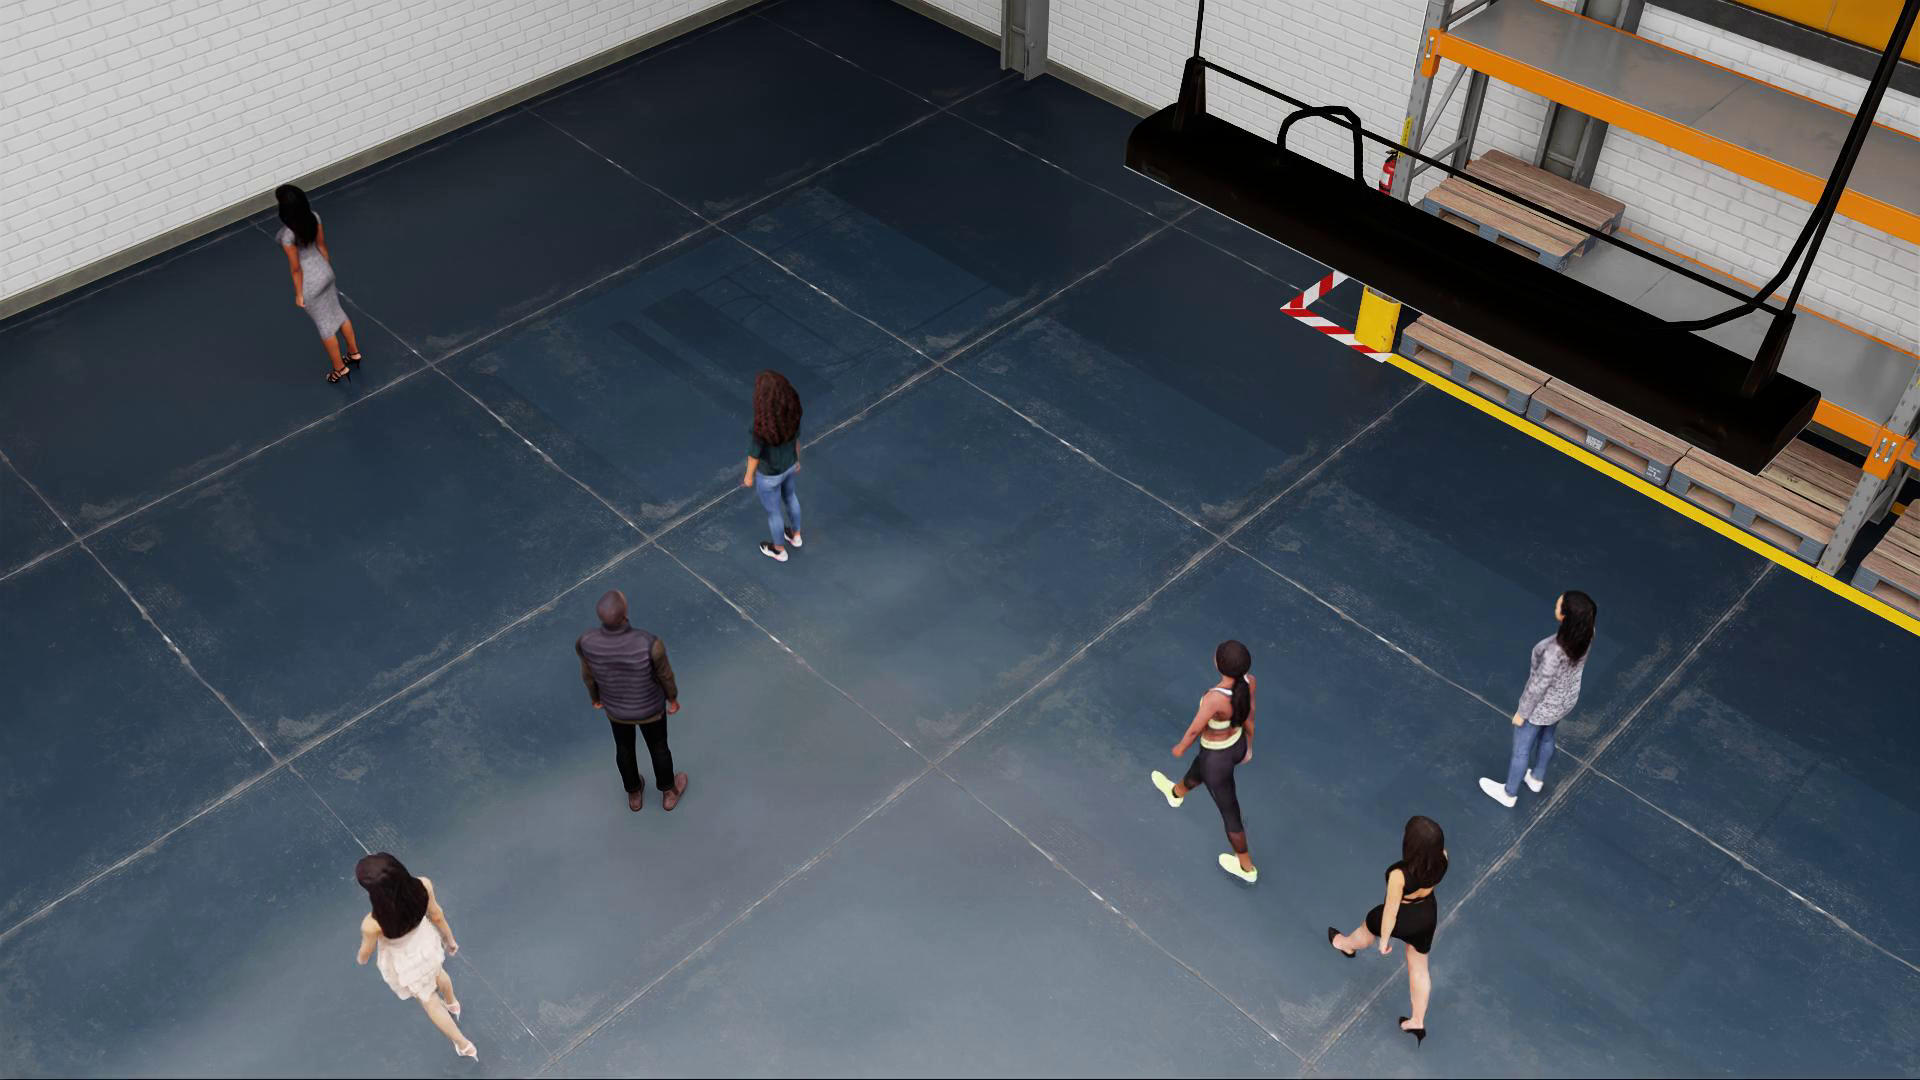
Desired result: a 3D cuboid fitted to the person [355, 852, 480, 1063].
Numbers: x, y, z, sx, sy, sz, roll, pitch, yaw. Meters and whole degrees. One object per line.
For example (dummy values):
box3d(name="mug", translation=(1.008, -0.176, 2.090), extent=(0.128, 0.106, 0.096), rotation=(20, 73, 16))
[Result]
box3d(name="person", translation=(-2.816, 2.252, 8.722), extent=(0.755, 1.712, 0.632), rotation=(31, 52, 29))

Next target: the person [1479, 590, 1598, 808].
box3d(name="person", translation=(3.561, 0.966, 10.058), extent=(0.644, 1.731, 0.574), rotation=(-27, 50, -26))

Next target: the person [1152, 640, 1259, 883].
box3d(name="person", translation=(1.581, 1.335, 9.699), extent=(0.606, 1.693, 1.180), rotation=(-31, 52, -28))

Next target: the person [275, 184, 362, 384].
box3d(name="person", translation=(-5.091, -2.025, 13.162), extent=(0.652, 1.781, 0.660), rotation=(14, 45, 14))

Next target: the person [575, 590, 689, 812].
box3d(name="person", translation=(-1.960, 0.974, 9.974), extent=(0.756, 1.836, 0.829), rotation=(2, 44, 2))

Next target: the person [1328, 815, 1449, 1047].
box3d(name="person", translation=(2.452, 2.117, 8.946), extent=(0.831, 1.599, 1.124), rotation=(-16, 46, -16))

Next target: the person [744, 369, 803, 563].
box3d(name="person", translation=(-1.283, -0.495, 11.677), extent=(0.609, 1.614, 0.616), rotation=(30, 51, 28))
